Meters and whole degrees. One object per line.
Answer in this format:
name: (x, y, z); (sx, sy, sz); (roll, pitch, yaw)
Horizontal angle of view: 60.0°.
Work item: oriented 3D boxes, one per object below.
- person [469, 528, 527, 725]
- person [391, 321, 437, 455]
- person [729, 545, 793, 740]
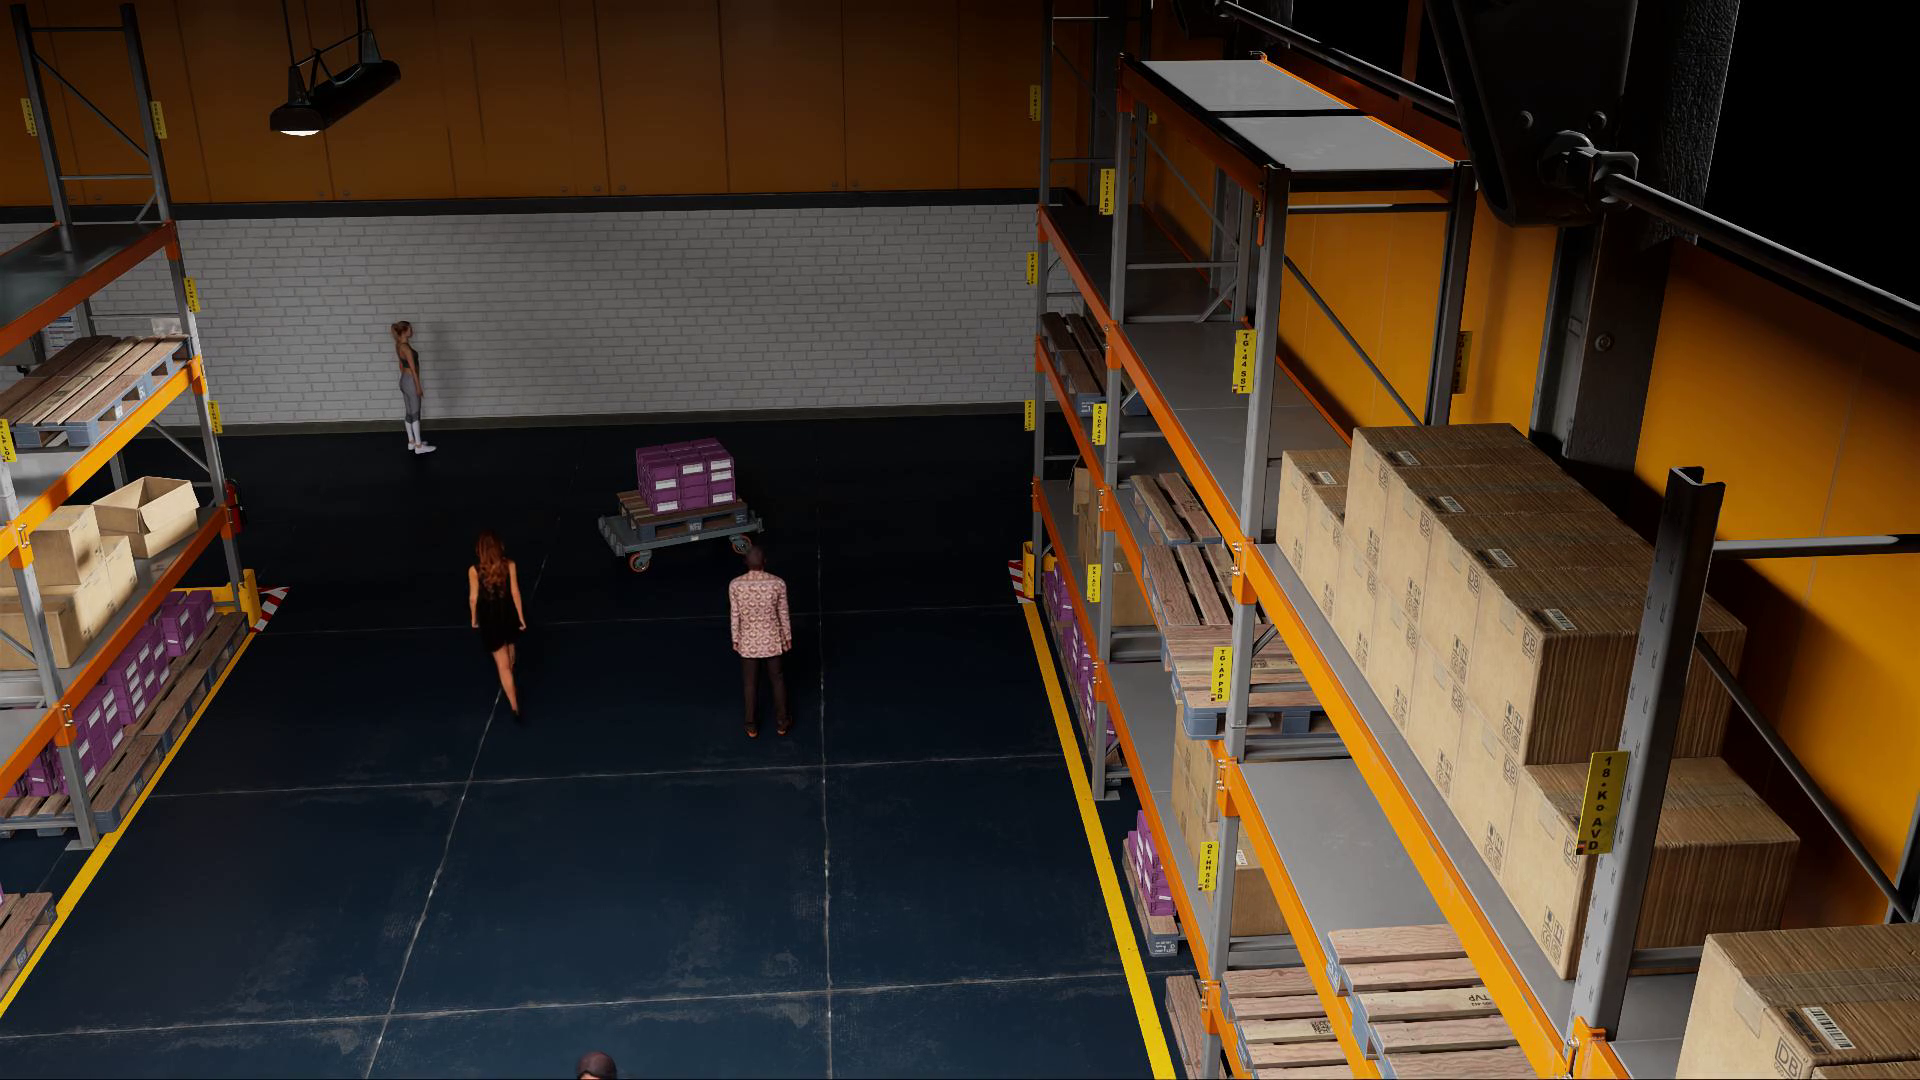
person: (-4.040, 0.806, 14.662); (0.831, 1.806, 1.112); (-10, 26, -22)
person: (-6.975, -1.949, 21.088); (0.712, 1.707, 0.624); (-18, 29, -35)
person: (-1.728, 0.882, 14.489); (0.664, 1.806, 0.564); (-2, 24, -4)
